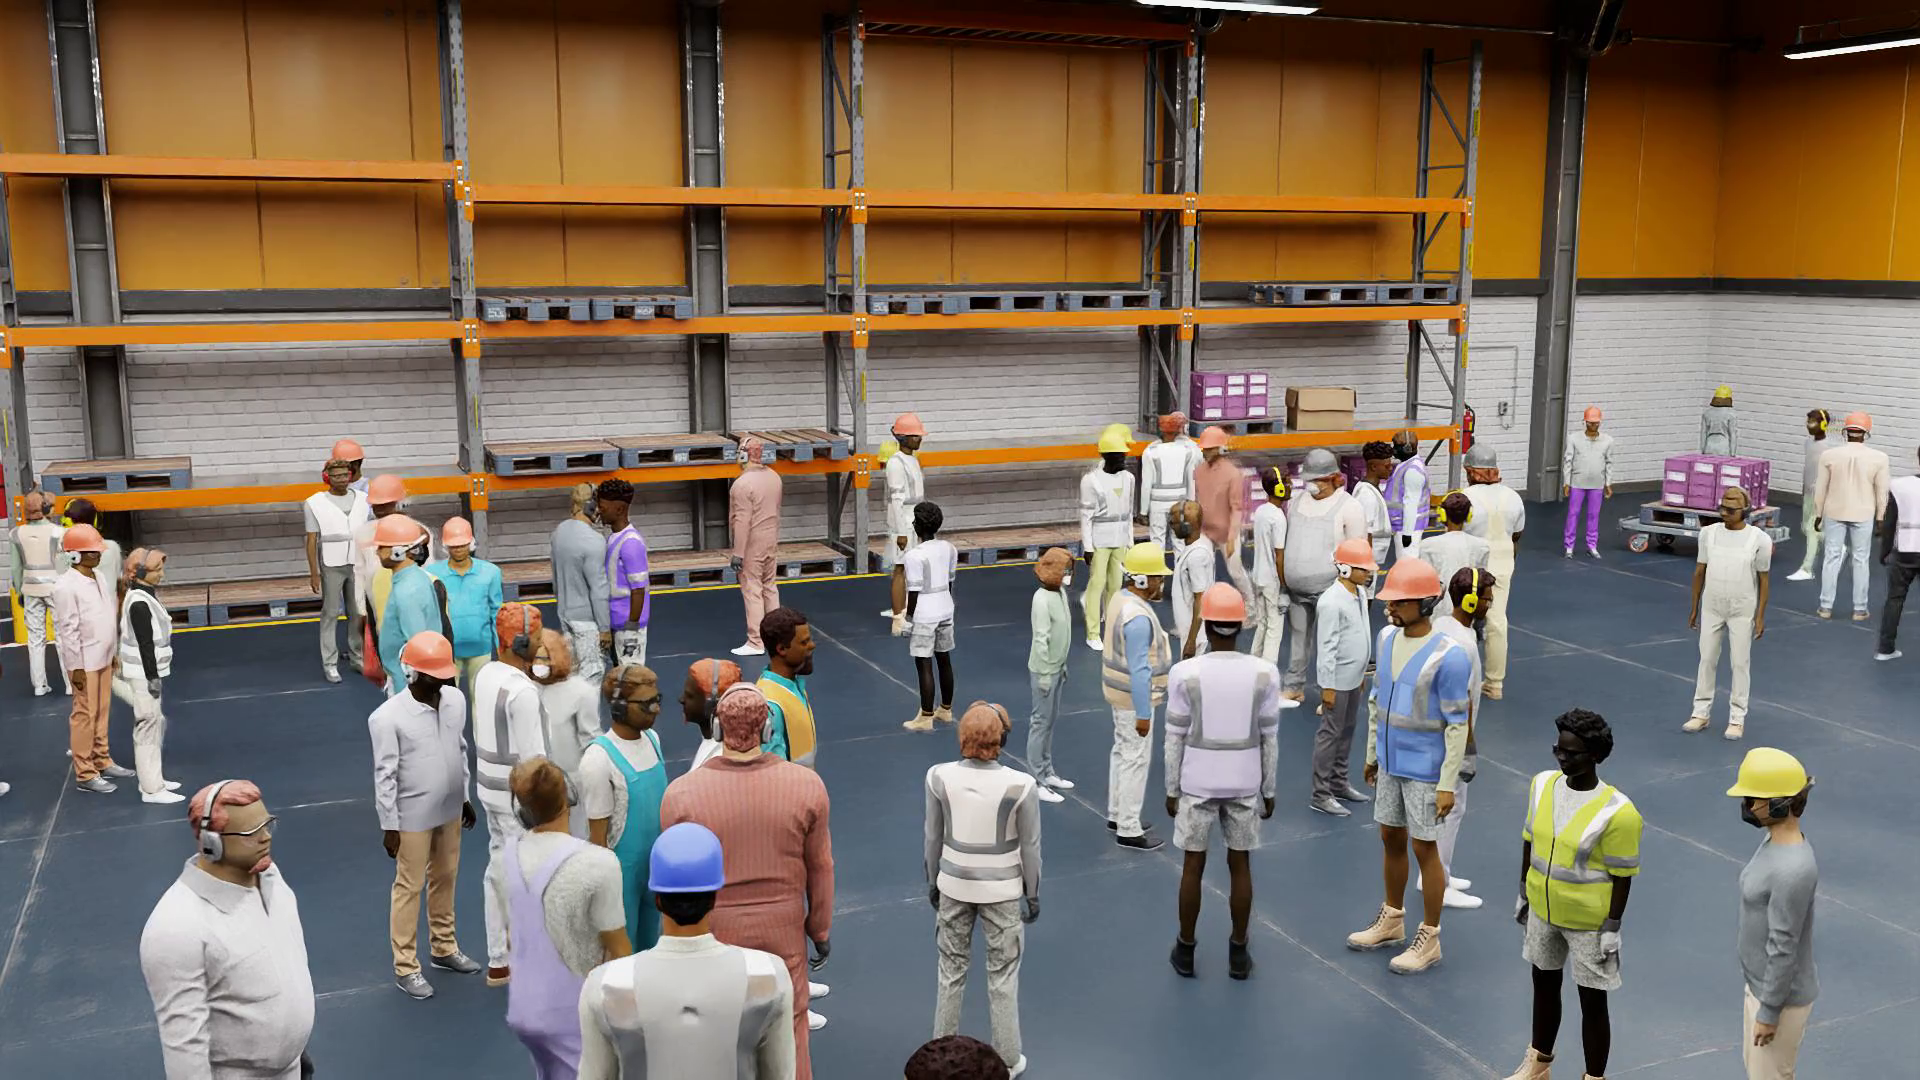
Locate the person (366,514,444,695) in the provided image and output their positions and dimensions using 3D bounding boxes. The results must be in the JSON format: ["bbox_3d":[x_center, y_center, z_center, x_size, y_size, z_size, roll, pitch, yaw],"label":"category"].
[{"bbox_3d":[-3.223,0.833,9.752,0.395,1.992,0.612,-2,10,-13],"label":"person"}]

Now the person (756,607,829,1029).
[{"bbox_3d":[-0.806,1.247,7.576,0.392,1.922,0.591,0,10,-2],"label":"person"}]

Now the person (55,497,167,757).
[{"bbox_3d":[-5.872,0.624,11.414,0.691,1.843,0.525,4,11,21],"label":"person"}]

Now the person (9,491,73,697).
[{"bbox_3d":[-7.178,0.431,13.092,0.513,1.637,0.313,0,10,-1],"label":"person"}]

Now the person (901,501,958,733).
[{"bbox_3d":[-0.230,0.562,12.165,0.319,1.697,0.533,7,12,36],"label":"person"}]

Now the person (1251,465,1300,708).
[{"bbox_3d":[2.431,0.355,12.847,0.328,1.876,0.514,-2,10,-11],"label":"person"}]

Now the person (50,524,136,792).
[{"bbox_3d":[-5.668,0.759,10.868,0.325,1.752,0.563,-1,10,-5],"label":"person"}]

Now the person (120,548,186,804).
[{"bbox_3d":[-5.175,0.860,10.615,0.312,1.639,0.513,-5,11,-26],"label":"person"}]

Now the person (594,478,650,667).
[{"bbox_3d":[-2.330,0.544,11.492,0.361,1.964,0.614,-4,11,-23],"label":"person"}]

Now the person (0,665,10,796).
[{"bbox_3d":[-6.389,0.742,10.504,0.590,1.915,0.393,-4,10,-20],"label":"person"}]

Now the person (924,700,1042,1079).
[{"bbox_3d":[0.093,1.488,7.021,0.517,1.631,0.313,3,10,19],"label":"person"}]

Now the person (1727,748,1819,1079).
[{"bbox_3d":[2.895,1.607,5.990,0.342,1.753,0.533,4,11,20],"label":"person"}]

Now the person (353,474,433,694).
[{"bbox_3d":[-3.943,0.509,11.650,0.636,1.978,0.516,2,10,12],"label":"person"}]

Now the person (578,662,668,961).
[{"bbox_3d":[-1.349,1.406,6.875,0.346,1.846,0.506,3,10,17],"label":"person"}]

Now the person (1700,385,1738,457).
[{"bbox_3d":[10.056,-1.175,22.041,0.296,1.744,0.487,-8,13,-40],"label":"person"}]

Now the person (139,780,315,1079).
[{"bbox_3d":[-2.208,1.671,5.175,0.406,1.909,0.636,1,10,5],"label":"person"}]

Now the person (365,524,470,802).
[{"bbox_3d":[-3.369,0.806,10.345,0.627,1.844,0.429,5,11,27],"label":"person"}]

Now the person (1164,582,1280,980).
[{"bbox_3d":[1.252,1.161,8.055,0.550,1.930,0.387,0,10,0],"label":"person"}]

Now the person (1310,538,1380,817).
[{"bbox_3d":[2.422,0.843,10.408,0.348,1.743,0.565,7,12,34],"label":"person"}]

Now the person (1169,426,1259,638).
[{"bbox_3d":[2.387,-0.087,15.251,1.071,1.943,0.619,-9,13,-42],"label":"person"}]

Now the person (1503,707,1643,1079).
[{"bbox_3d":[2.470,1.507,6.725,0.318,1.697,0.534,-6,12,-31],"label":"person"}]

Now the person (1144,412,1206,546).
[{"bbox_3d":[2.175,-0.354,16.888,0.654,1.894,0.401,1,10,4],"label":"person"}]

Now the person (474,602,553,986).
[{"bbox_3d":[-2.082,1.220,7.826,0.349,1.886,0.577,-7,12,-36],"label":"person"}]

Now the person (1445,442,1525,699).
[{"bbox_3d":[4.004,0.248,12.982,0.675,2.000,0.537,-4,10,-20],"label":"person"}]

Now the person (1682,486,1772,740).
[{"bbox_3d":[5.537,0.519,11.993,0.513,1.842,0.325,9,13,41],"label":"person"}]

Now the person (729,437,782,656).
[{"bbox_3d":[-1.810,0.054,14.493,0.401,1.906,0.650,5,11,25],"label":"person"}]

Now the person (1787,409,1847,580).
[{"bbox_3d":[9.253,-0.489,17.819,0.725,1.846,0.513,-3,10,-15],"label":"person"}]

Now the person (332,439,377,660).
[{"bbox_3d":[-5.138,0.103,14.150,0.546,1.928,0.385,9,13,41],"label":"person"}]

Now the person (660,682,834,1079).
[{"bbox_3d":[-0.804,1.476,6.298,0.652,1.906,0.403,-2,10,-14],"label":"person"}]

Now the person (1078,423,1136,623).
[{"bbox_3d":[1.422,-0.141,15.594,0.457,1.915,0.594,1,10,4],"label":"person"}]

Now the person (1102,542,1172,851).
[{"bbox_3d":[1.041,0.911,9.794,0.403,1.824,0.604,-1,10,-4],"label":"person"}]

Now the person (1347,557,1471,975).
[{"bbox_3d":[2.178,1.091,8.118,0.382,2.041,0.616,-5,11,-25],"label":"person"}]

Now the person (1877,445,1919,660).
[{"bbox_3d":[8.188,0.115,14.160,0.605,1.905,0.451,3,10,17],"label":"person"}]

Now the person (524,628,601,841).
[{"bbox_3d":[-2.055,1.232,8.529,0.516,1.620,0.441,2,10,13],"label":"person"}]

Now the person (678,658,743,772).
[{"bbox_3d":[-0.987,1.399,6.805,0.355,1.884,0.574,-1,10,-6],"label":"person"}]

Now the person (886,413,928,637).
[{"bbox_3d":[-0.471,-0.138,15.205,0.371,2.044,0.608,2,10,11],"label":"person"}]

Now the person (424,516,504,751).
[{"bbox_3d":[-3.332,0.705,11.176,0.563,1.752,0.341,-4,11,-21],"label":"person"}]

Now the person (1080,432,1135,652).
[{"bbox_3d":[1.320,0.006,14.694,0.589,1.930,0.355,-7,12,-36],"label":"person"}]

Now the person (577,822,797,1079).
[{"bbox_3d":[-0.757,1.746,4.683,0.620,1.932,0.420,-3,10,-16],"label":"person"}]

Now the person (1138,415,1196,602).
[{"bbox_3d":[2.076,-0.312,16.674,0.603,1.885,0.361,-2,10,-13],"label":"person"}]

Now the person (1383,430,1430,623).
[{"bbox_3d":[4.221,-0.129,15.776,0.431,1.835,0.623,1,10,8],"label":"person"}]

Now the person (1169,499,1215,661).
[{"bbox_3d":[1.573,0.634,11.343,0.333,1.837,0.516,1,10,7],"label":"person"}]

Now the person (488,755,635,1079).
[{"bbox_3d":[-1.327,1.629,5.709,0.557,1.802,0.462,6,11,31],"label":"person"}]

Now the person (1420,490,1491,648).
[{"bbox_3d":[3.427,0.581,11.591,0.511,1.861,0.314,0,10,1],"label":"person"}]

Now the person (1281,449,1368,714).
[{"bbox_3d":[2.699,0.306,12.651,0.673,2.000,0.535,10,14,44],"label":"person"}]

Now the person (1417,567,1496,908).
[{"bbox_3d":[2.659,1.053,8.897,0.351,1.856,0.519,-1,10,-3],"label":"person"}]

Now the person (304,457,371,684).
[{"bbox_3d":[-5.073,0.233,13.633,0.373,1.843,0.570,8,13,39],"label":"person"}]

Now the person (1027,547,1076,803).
[{"bbox_3d":[0.591,0.848,10.698,0.287,1.633,0.498,3,10,19],"label":"person"}]

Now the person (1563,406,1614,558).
[{"bbox_3d":[7.193,-0.663,19.053,0.560,1.753,0.328,1,10,6],"label":"person"}]

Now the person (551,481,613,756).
[{"bbox_3d":[-2.593,0.558,11.507,0.355,1.932,0.634,-8,13,-39],"label":"person"}]

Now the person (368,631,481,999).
[{"bbox_3d":[-2.509,1.278,7.902,0.348,1.740,0.573,5,11,27],"label":"person"}]

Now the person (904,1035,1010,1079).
[{"bbox_3d":[0.013,1.951,3.519,0.384,1.921,0.596,1,10,5],"label":"person"}]

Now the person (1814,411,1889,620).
[{"bbox_3d":[8.505,-0.236,15.905,0.614,1.993,0.395,6,11,30],"label":"person"}]

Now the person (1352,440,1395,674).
[{"bbox_3d":[3.405,0.138,13.873,0.370,1.958,0.598,2,10,14],"label":"person"}]
